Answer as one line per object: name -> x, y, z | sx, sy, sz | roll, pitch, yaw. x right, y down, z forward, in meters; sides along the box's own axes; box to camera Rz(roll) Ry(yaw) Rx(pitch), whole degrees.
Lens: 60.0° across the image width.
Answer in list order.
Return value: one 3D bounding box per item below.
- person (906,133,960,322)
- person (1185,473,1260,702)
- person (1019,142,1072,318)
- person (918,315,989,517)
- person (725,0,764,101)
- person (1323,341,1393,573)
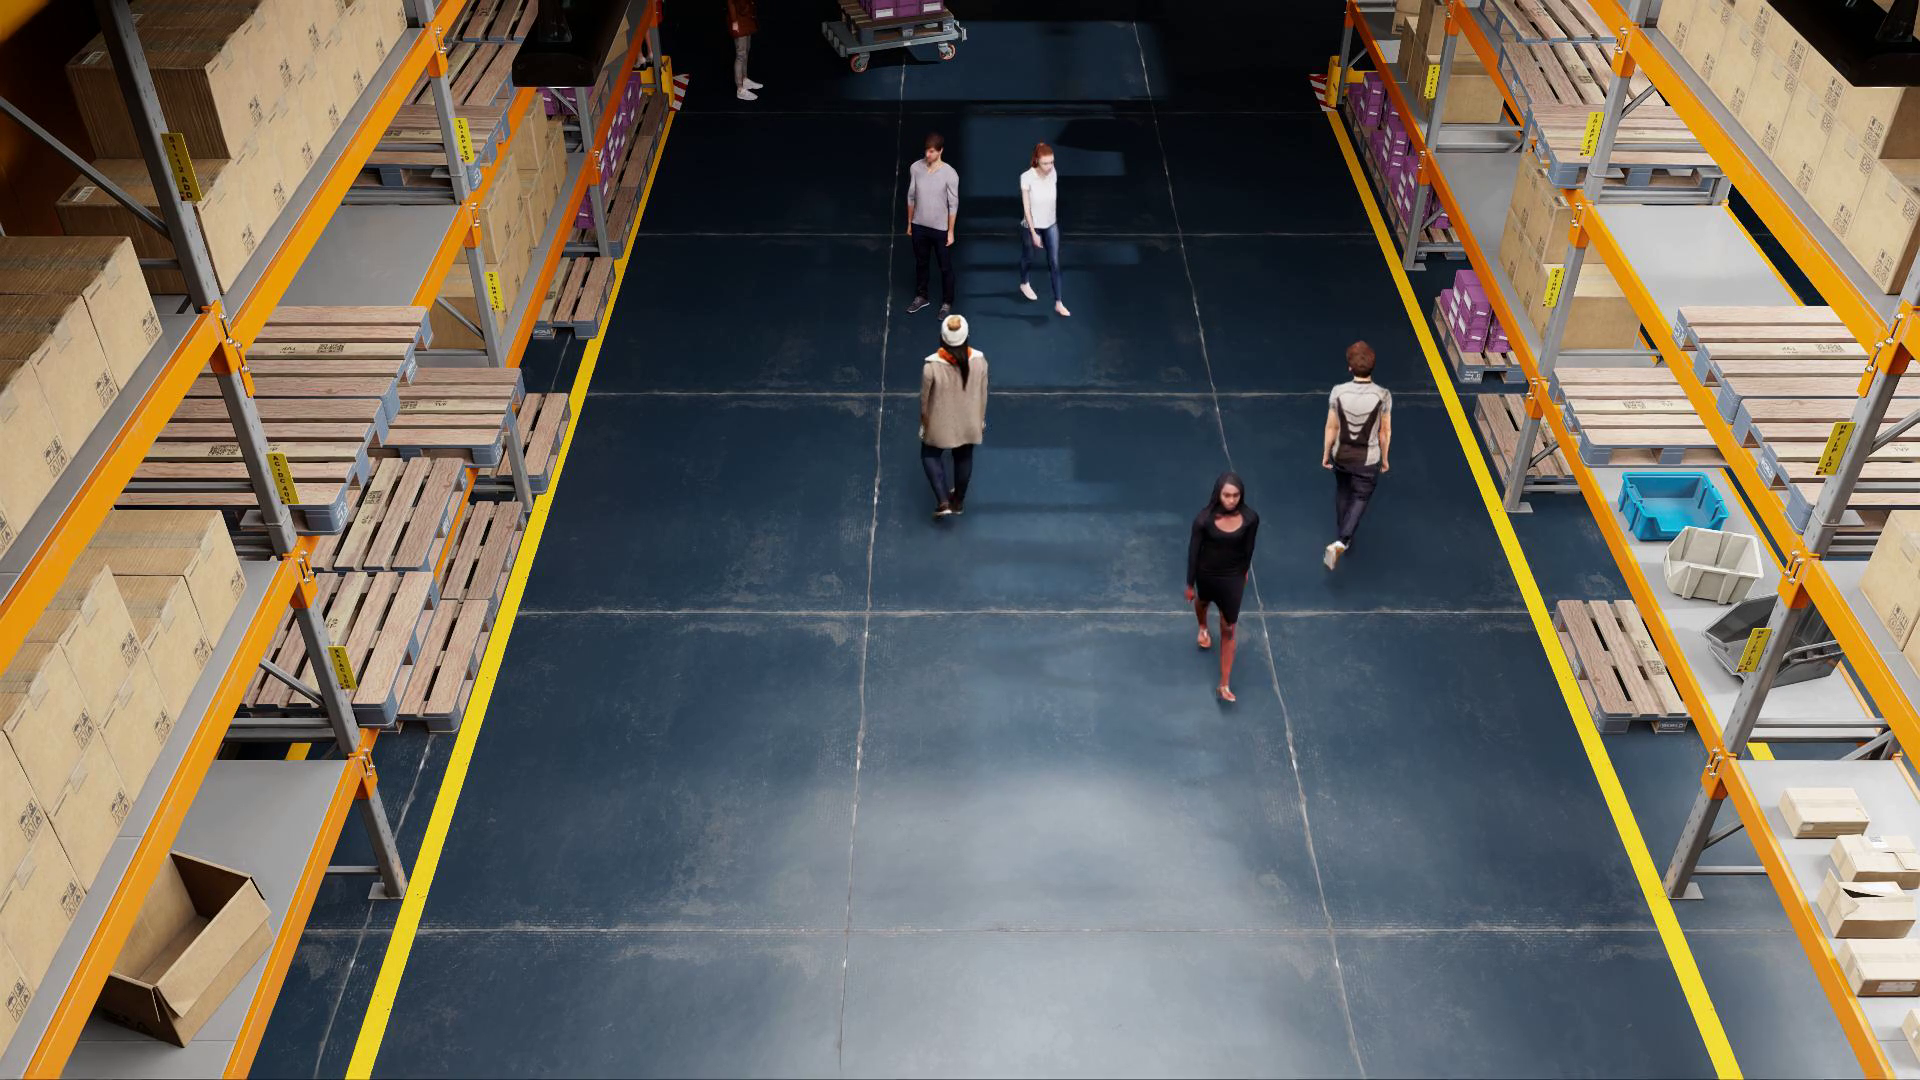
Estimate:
person -> -0.251, -2.953, 15.576 | 0.737, 1.844, 0.711 | 17, 42, 21
person -> 1.810, 0.213, 11.753 | 0.630, 1.667, 1.168 | -1, 39, -1
person -> 0.682, -2.992, 15.742 | 0.842, 1.697, 1.102 | -16, 41, -19
person -> -0.053, -0.923, 13.000 | 0.794, 1.886, 0.831 | -8, 39, -10
person -> -2.592, -6.129, 19.557 | 0.790, 1.839, 0.668 | 4, 39, 5
person -> 2.984, -0.585, 12.594 | 0.936, 1.865, 1.154 | 15, 41, 18
